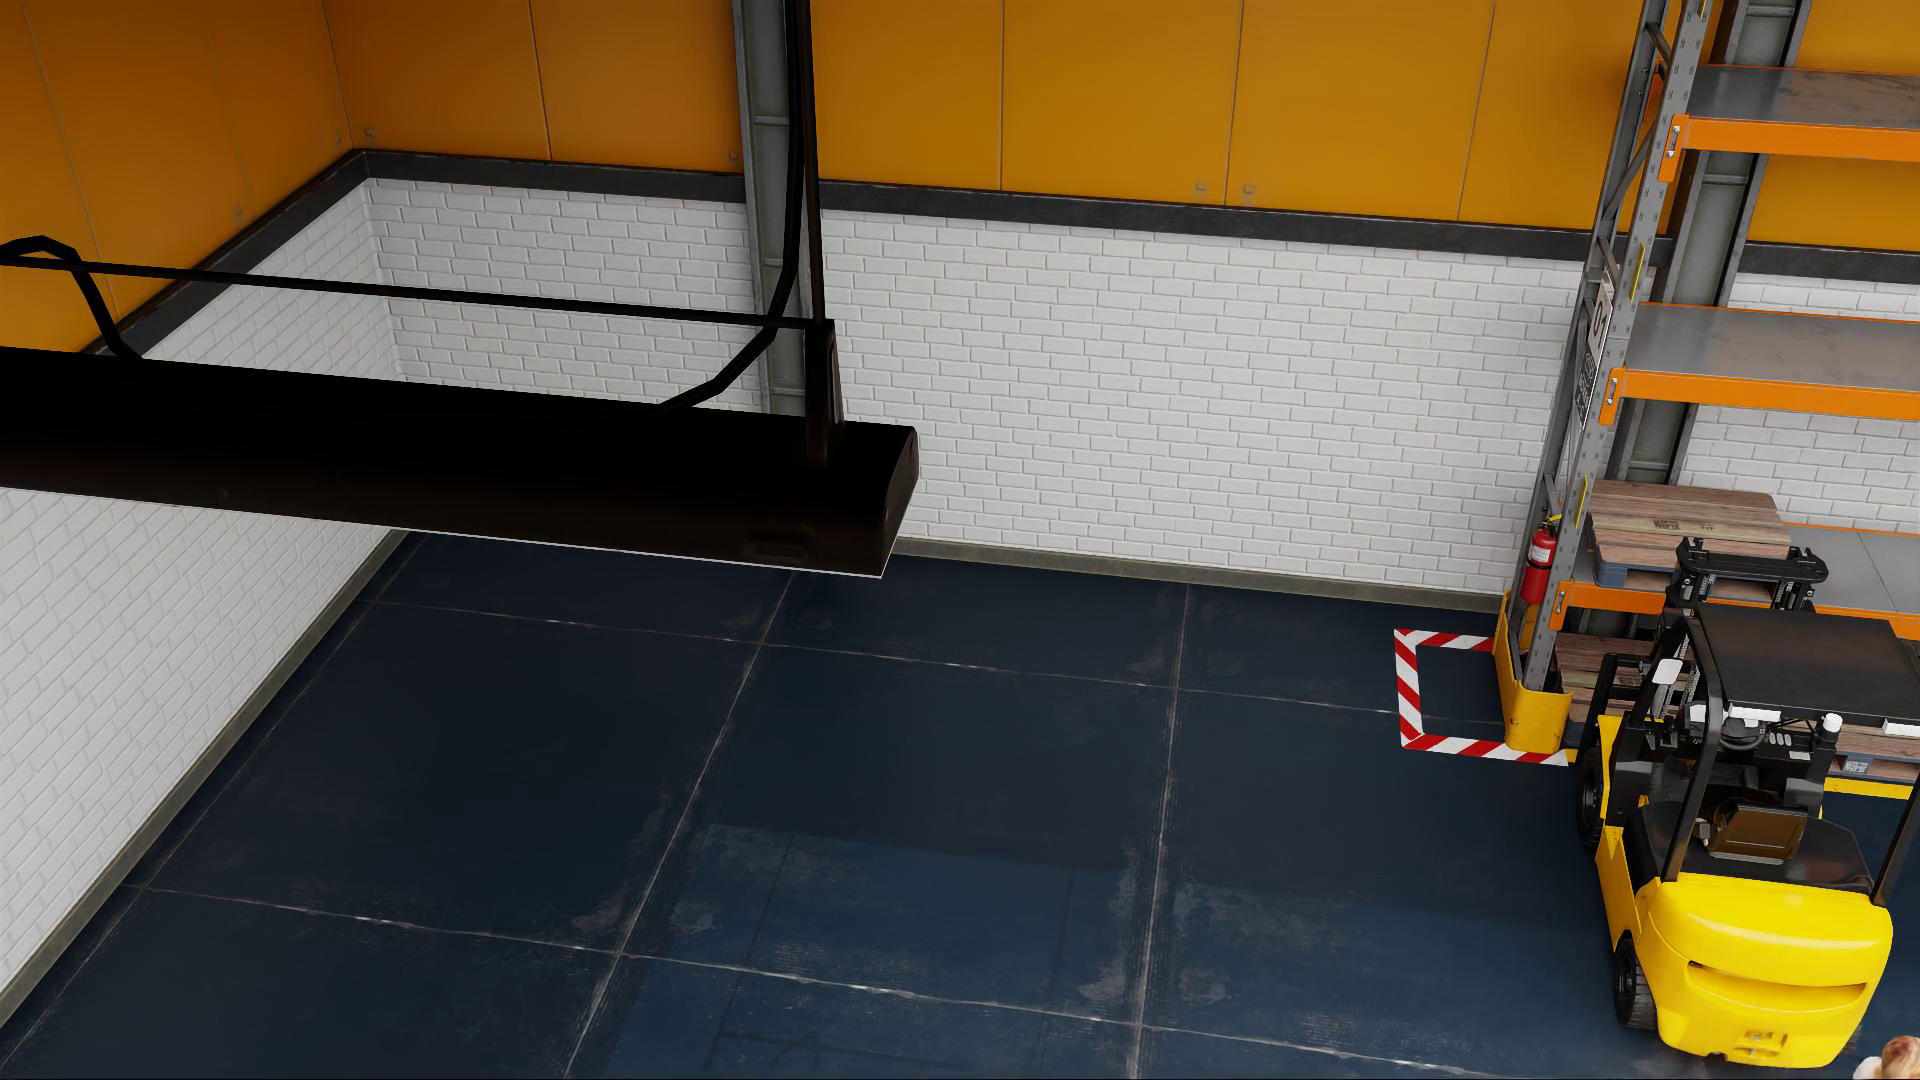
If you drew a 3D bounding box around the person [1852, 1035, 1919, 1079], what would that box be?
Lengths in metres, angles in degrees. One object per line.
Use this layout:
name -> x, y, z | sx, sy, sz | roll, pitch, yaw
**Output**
person -> 3.858, 2.809, 7.323 | 0.725, 1.797, 0.586 | 5, 34, 8
